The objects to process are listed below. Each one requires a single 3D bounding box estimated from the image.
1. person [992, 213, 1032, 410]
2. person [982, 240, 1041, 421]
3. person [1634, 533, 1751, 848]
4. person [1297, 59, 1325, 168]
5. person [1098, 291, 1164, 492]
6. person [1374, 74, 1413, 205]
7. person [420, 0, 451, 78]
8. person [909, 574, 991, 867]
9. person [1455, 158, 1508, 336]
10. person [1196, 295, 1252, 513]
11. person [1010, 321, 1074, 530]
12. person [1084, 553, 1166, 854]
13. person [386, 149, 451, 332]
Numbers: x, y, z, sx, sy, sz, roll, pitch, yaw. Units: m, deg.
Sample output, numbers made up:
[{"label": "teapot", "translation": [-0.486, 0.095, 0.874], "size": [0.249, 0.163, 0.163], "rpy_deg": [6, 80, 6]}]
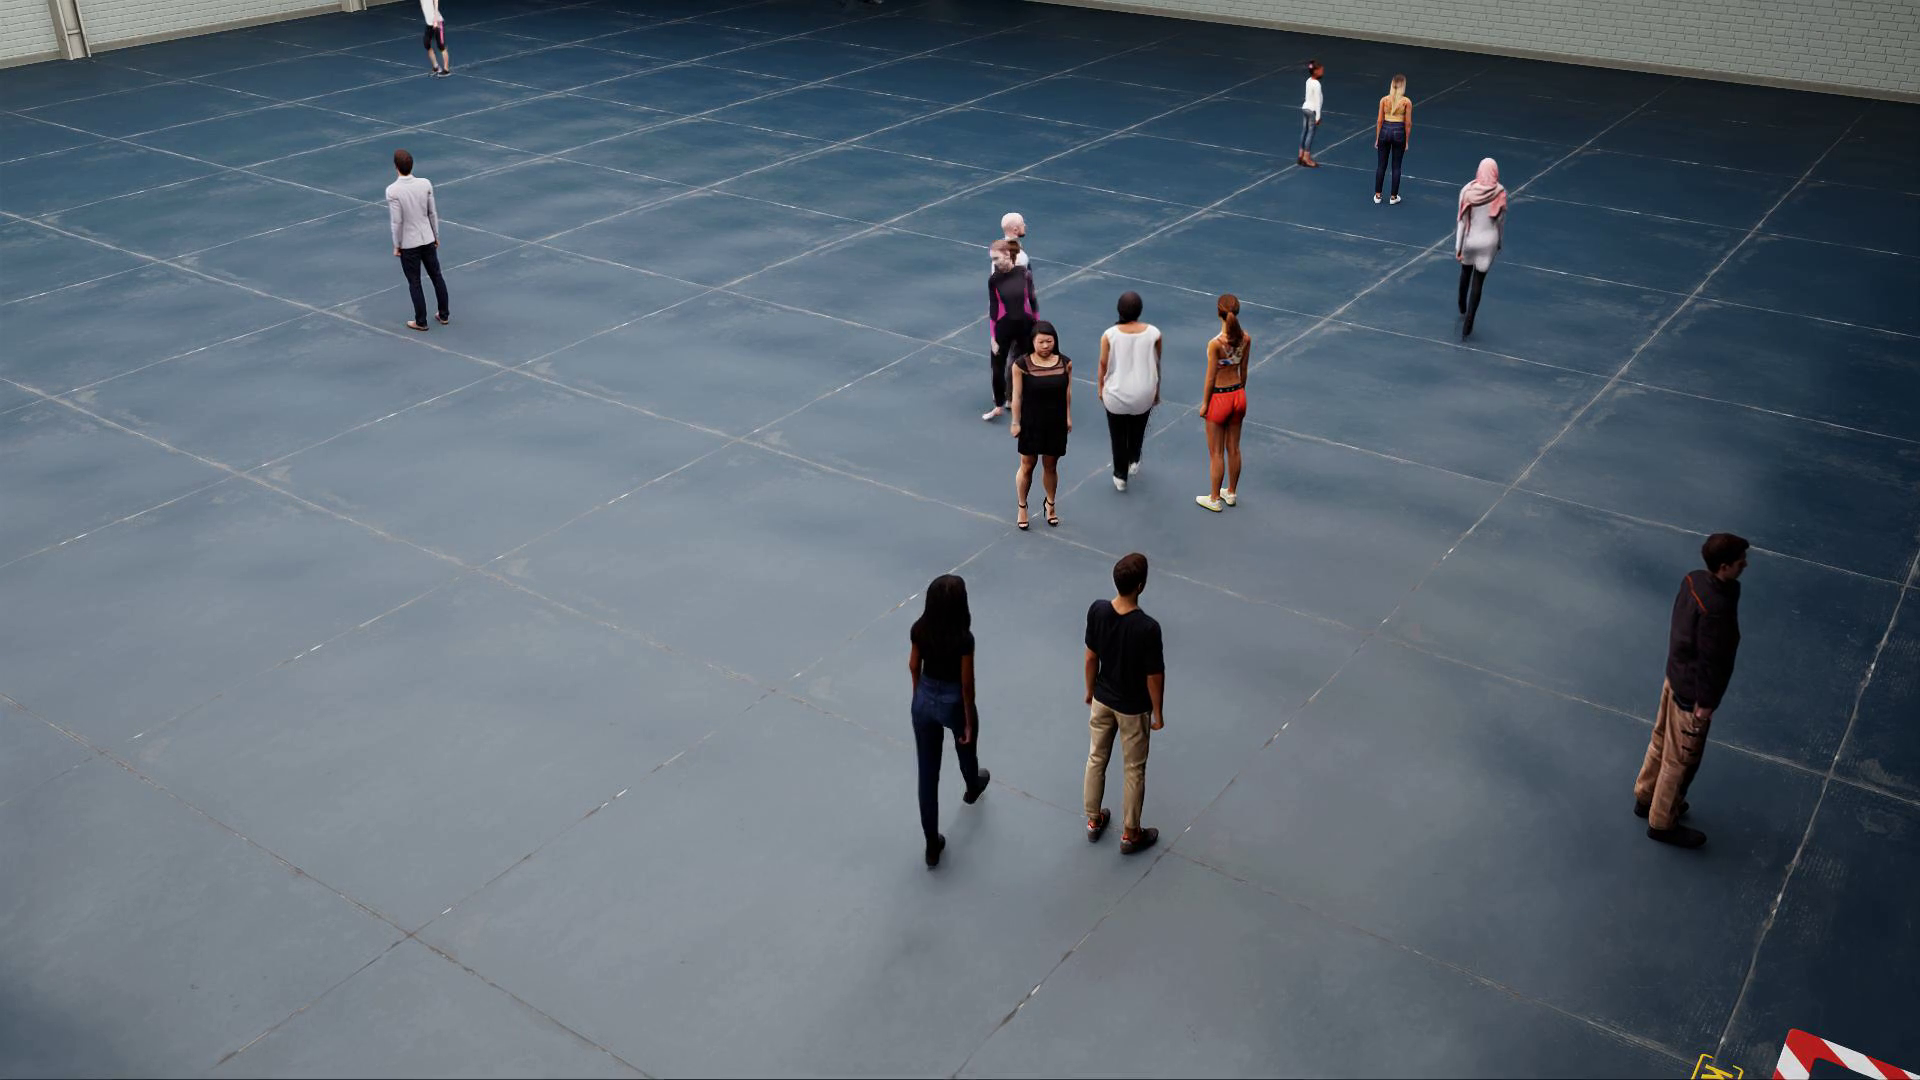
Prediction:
[{"label": "person", "translation": [0.473, -2.102, 15.224], "size": [0.771, 1.823, 0.779], "rpy_deg": [-13, 30, -24]}, {"label": "person", "translation": [0.543, -1.858, 14.861], "size": [0.759, 1.723, 0.774], "rpy_deg": [-9, 28, -16]}, {"label": "person", "translation": [4.157, 0.822, 9.436], "size": [0.855, 1.925, 0.719], "rpy_deg": [3, 27, 6]}, {"label": "person", "translation": [4.872, -5.932, 23.063], "size": [0.649, 1.458, 0.598], "rpy_deg": [-6, 28, -11]}, {"label": "person", "translation": [1.387, -1.198, 13.633], "size": [0.900, 1.673, 0.973], "rpy_deg": [-1, 27, -3]}, {"label": "person", "translation": [5.547, -5.147, 21.352], "size": [0.621, 1.627, 0.580], "rpy_deg": [10, 29, 18]}, {"label": "person", "translation": [-8.854, -8.789, 28.268], "size": [0.618, 1.772, 0.637], "rpy_deg": [16, 31, 28]}, {"label": "person", "translation": [-0.124, 1.036, 9.262], "size": [0.833, 1.702, 1.141], "rpy_deg": [6, 28, 12]}, {"label": "person", "translation": [5.288, -2.942, 16.940], "size": [0.874, 1.746, 1.258], "rpy_deg": [9, 28, 16]}, {"label": "person", "translation": [2.123, -1.090, 13.297], "size": [0.594, 1.789, 0.702], "rpy_deg": [-14, 30, -25]}, {"label": "person", "translation": [0.633, -0.901, 13.008], "size": [0.745, 1.718, 0.815], "rpy_deg": [-6, 28, -12]}, {"label": "person", "translation": [0.907, 0.911, 9.338], "size": [0.640, 1.857, 0.504], "rpy_deg": [18, 32, 30]}, {"label": "person", "translation": [-5.591, -3.087, 17.107], "size": [0.774, 1.852, 0.583], "rpy_deg": [25, 36, 39]}]
